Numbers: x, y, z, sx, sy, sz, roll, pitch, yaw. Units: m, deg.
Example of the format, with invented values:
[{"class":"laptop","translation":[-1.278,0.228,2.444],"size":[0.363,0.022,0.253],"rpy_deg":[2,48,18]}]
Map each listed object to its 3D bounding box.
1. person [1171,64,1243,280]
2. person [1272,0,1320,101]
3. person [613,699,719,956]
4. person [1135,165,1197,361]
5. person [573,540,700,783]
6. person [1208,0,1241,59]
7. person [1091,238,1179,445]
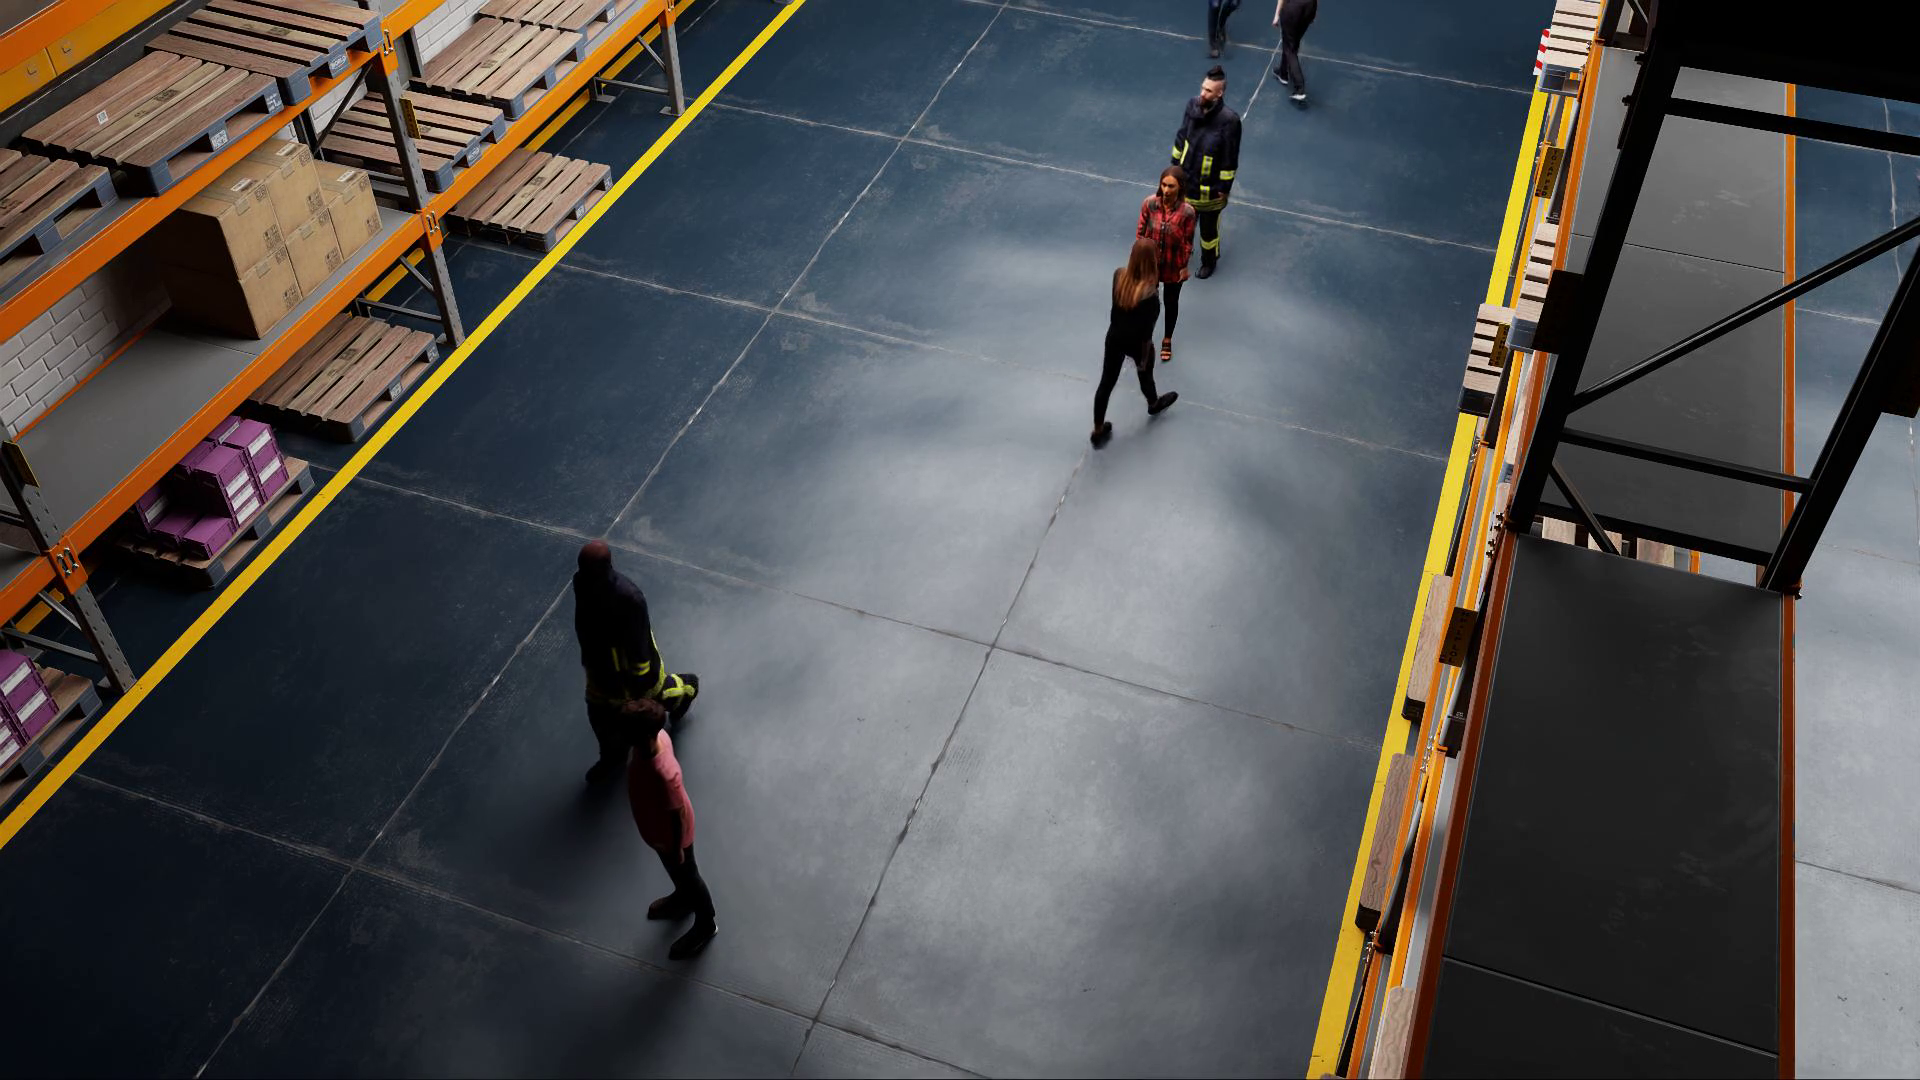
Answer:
[{"class":"person","translation":[2.049,-3.093,13.906],"size":[0.874,1.863,0.867],"rpy_deg":[34,53,30]},{"class":"person","translation":[3.307,-5.086,16.099],"size":[0.966,1.723,1.060],"rpy_deg":[-15,46,-15]},{"class":"person","translation":[-1.572,1.529,8.987],"size":[0.754,1.957,0.712],"rpy_deg":[-21,48,-21]},{"class":"person","translation":[1.593,-2.181,13.064],"size":[0.597,1.703,0.530],"rpy_deg":[14,45,15]},{"class":"person","translation":[-1.985,0.648,10.028],"size":[0.907,1.796,1.240],"rpy_deg":[24,49,23]},{"class":"person","translation":[2.674,-5.787,16.835],"size":[0.791,1.724,0.864],"rpy_deg":[-5,44,-5]},{"class":"person","translation":[1.182,-1.416,12.283],"size":[0.937,1.673,1.159],"rpy_deg":[32,52,29]}]
